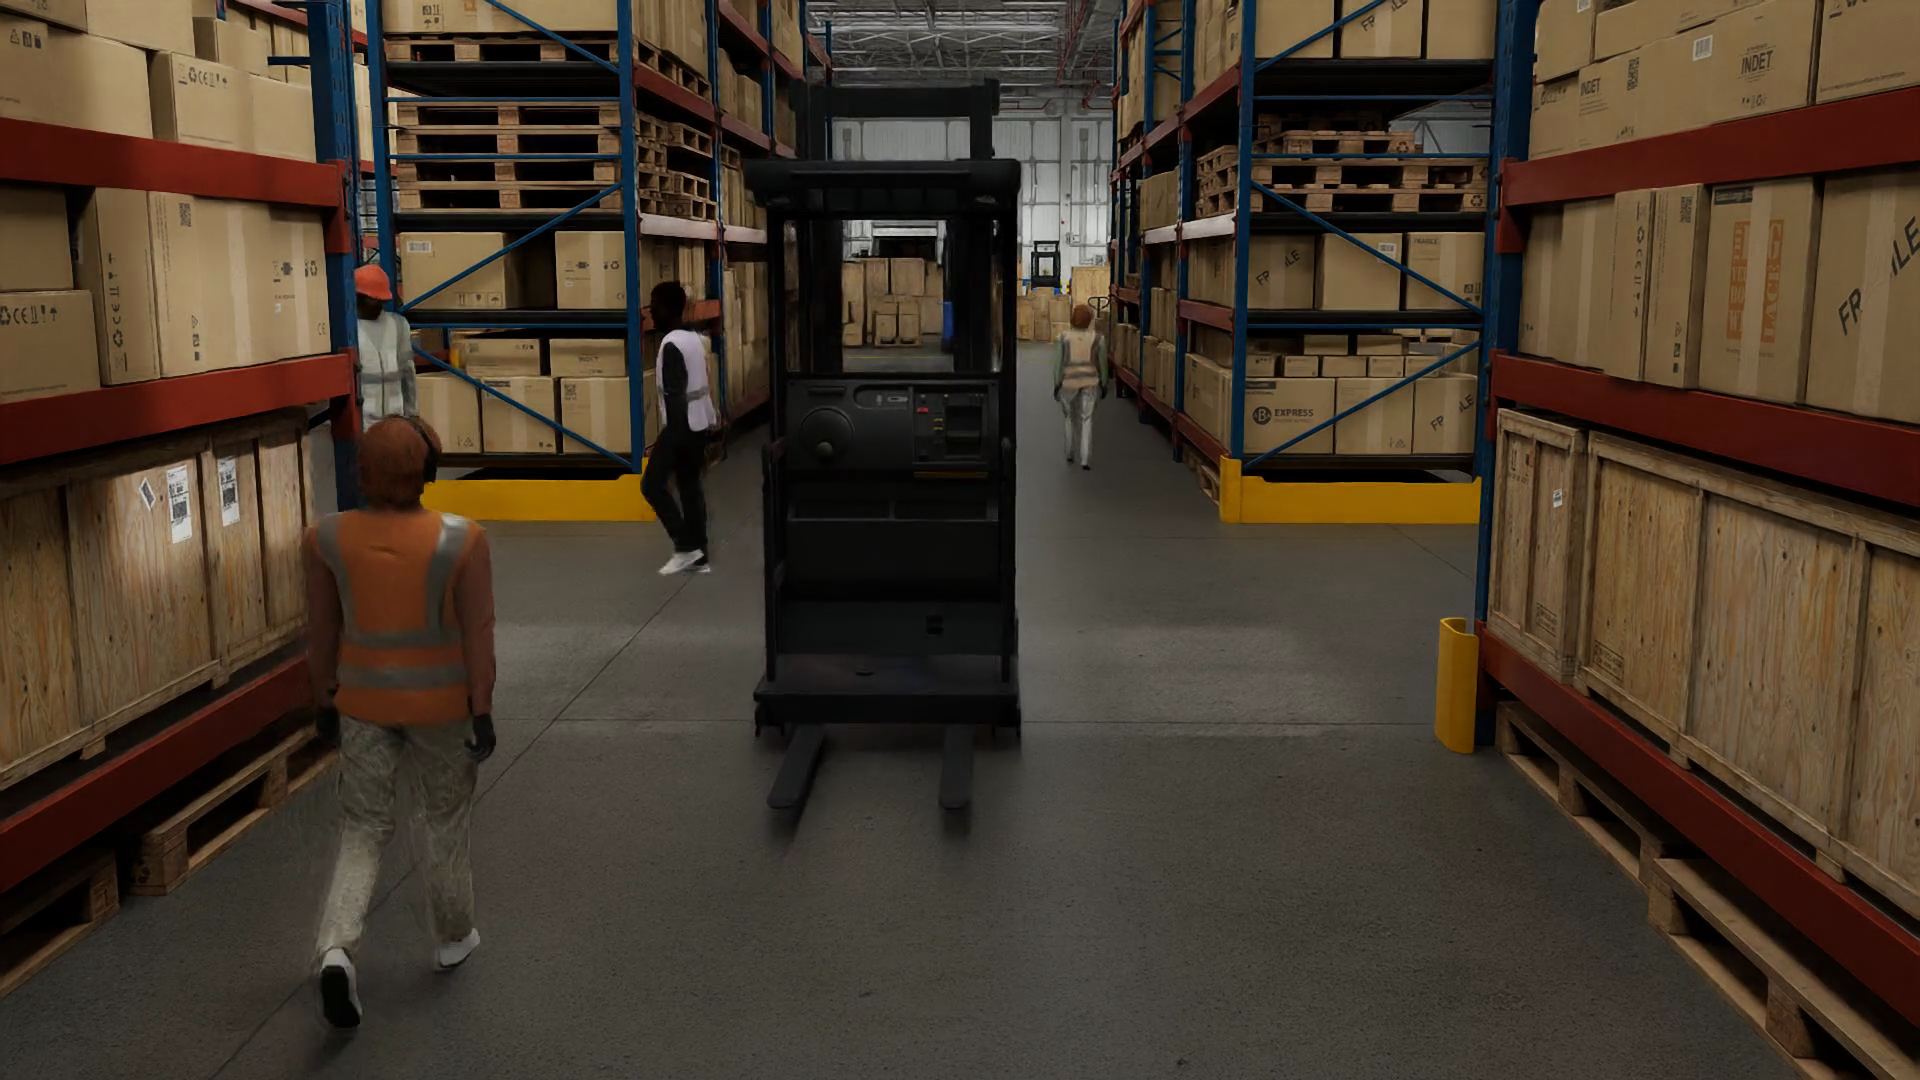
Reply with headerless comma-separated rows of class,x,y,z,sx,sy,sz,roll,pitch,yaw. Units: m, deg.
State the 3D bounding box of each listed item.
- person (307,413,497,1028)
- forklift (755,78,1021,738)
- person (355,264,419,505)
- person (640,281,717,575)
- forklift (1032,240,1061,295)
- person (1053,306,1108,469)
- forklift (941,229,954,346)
person,-1.531,0.474,4.507,0.531,1.621,0.718,0,9,0
forklift,-0.287,-0.683,7.653,1.129,2.768,1.873,0,9,1
person,-4.058,-0.898,11.546,0.656,2.009,0.604,-9,13,-42
person,-1.819,-0.710,10.751,0.467,1.904,0.598,1,10,6
forklift,3.172,-9.648,61.356,1.129,2.768,1.873,0,9,1
person,1.197,-1.515,16.480,0.546,1.593,0.858,0,9,2
forklift,0.124,-6.117,40.203,1.129,2.768,1.873,0,9,1
